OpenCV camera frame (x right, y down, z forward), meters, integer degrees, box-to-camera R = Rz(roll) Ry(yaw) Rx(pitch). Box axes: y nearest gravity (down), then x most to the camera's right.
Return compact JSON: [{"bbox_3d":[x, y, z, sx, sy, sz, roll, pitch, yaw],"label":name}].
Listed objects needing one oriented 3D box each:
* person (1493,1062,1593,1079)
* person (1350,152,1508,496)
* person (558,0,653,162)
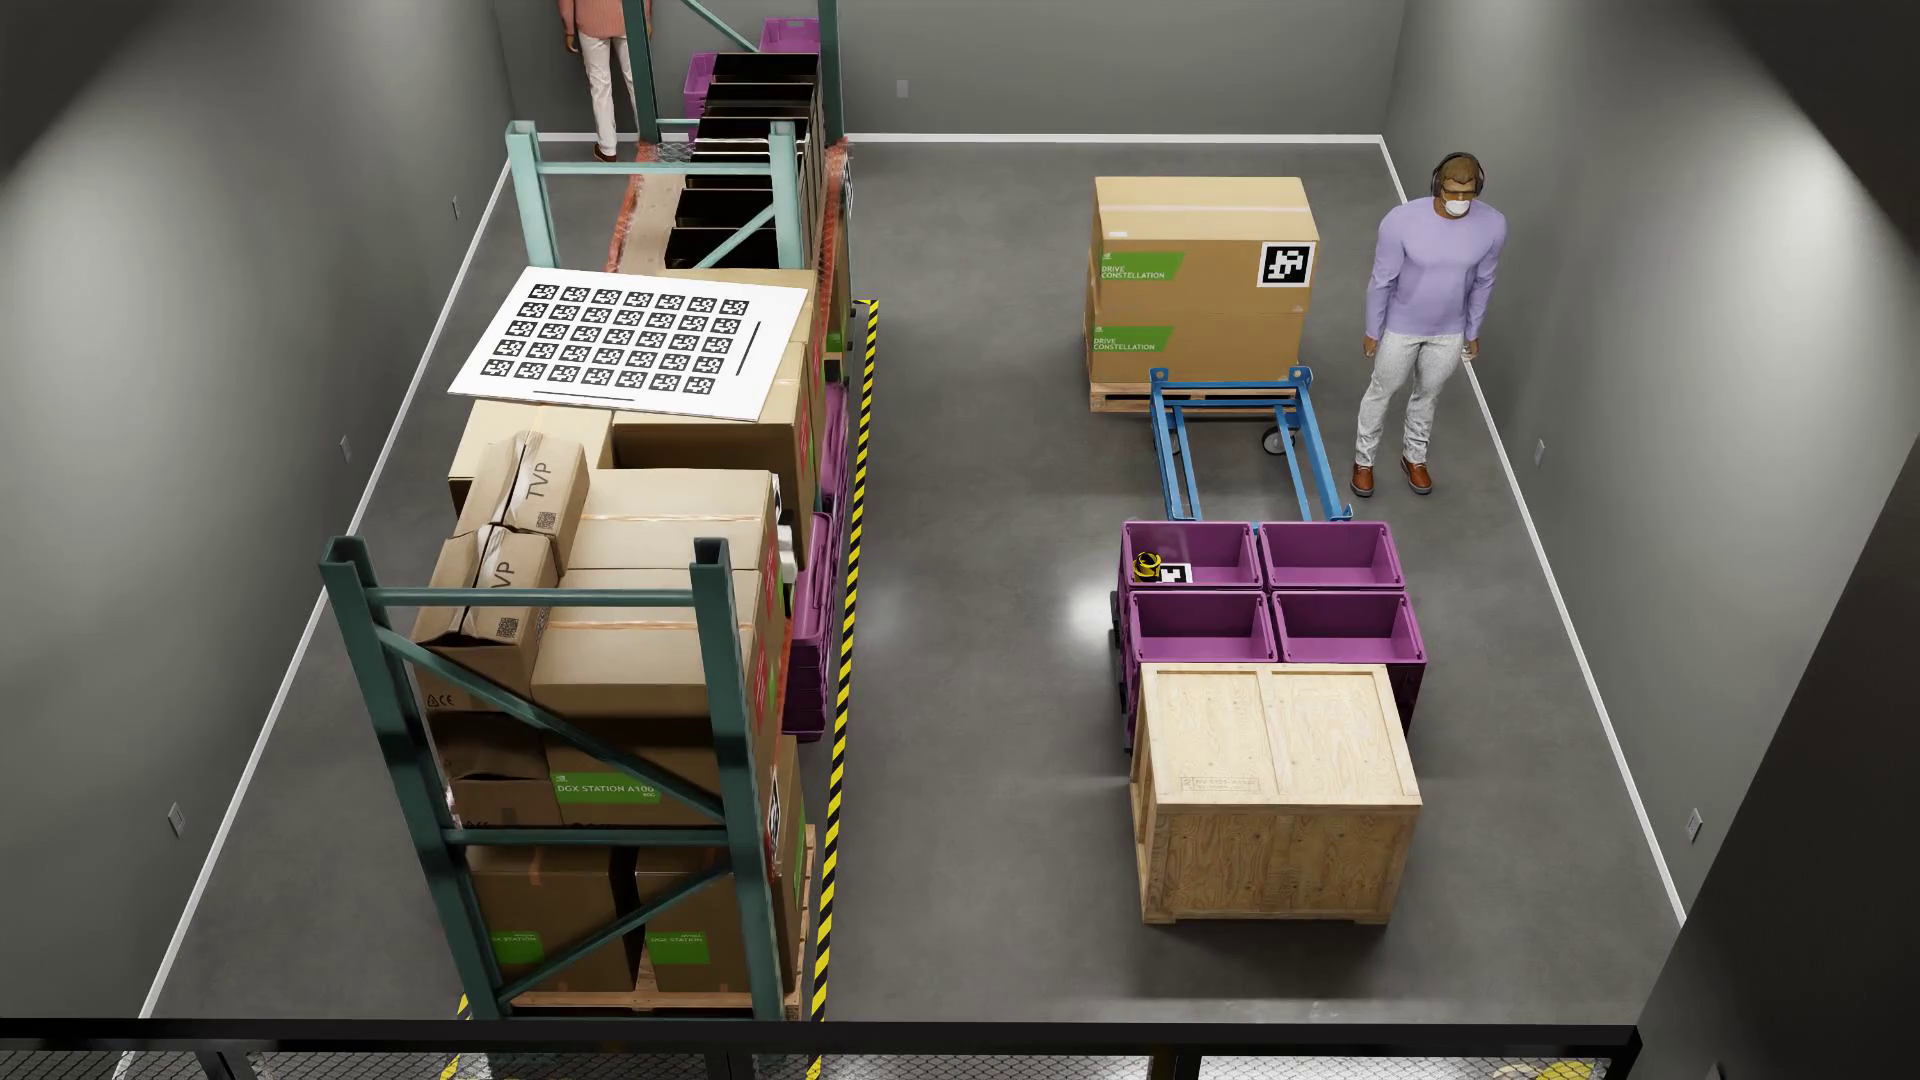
[{"bbox_3d":[1.605,2.066,4.836,0.403,1.834,0.588,5,42,6],"label":"person"},{"bbox_3d":[2.324,-1.062,8.325,0.630,1.940,0.372,-2,41,-2],"label":"person"},{"bbox_3d":[-2.329,-3.427,10.979,0.621,1.994,0.381,-16,44,-18],"label":"person"}]
